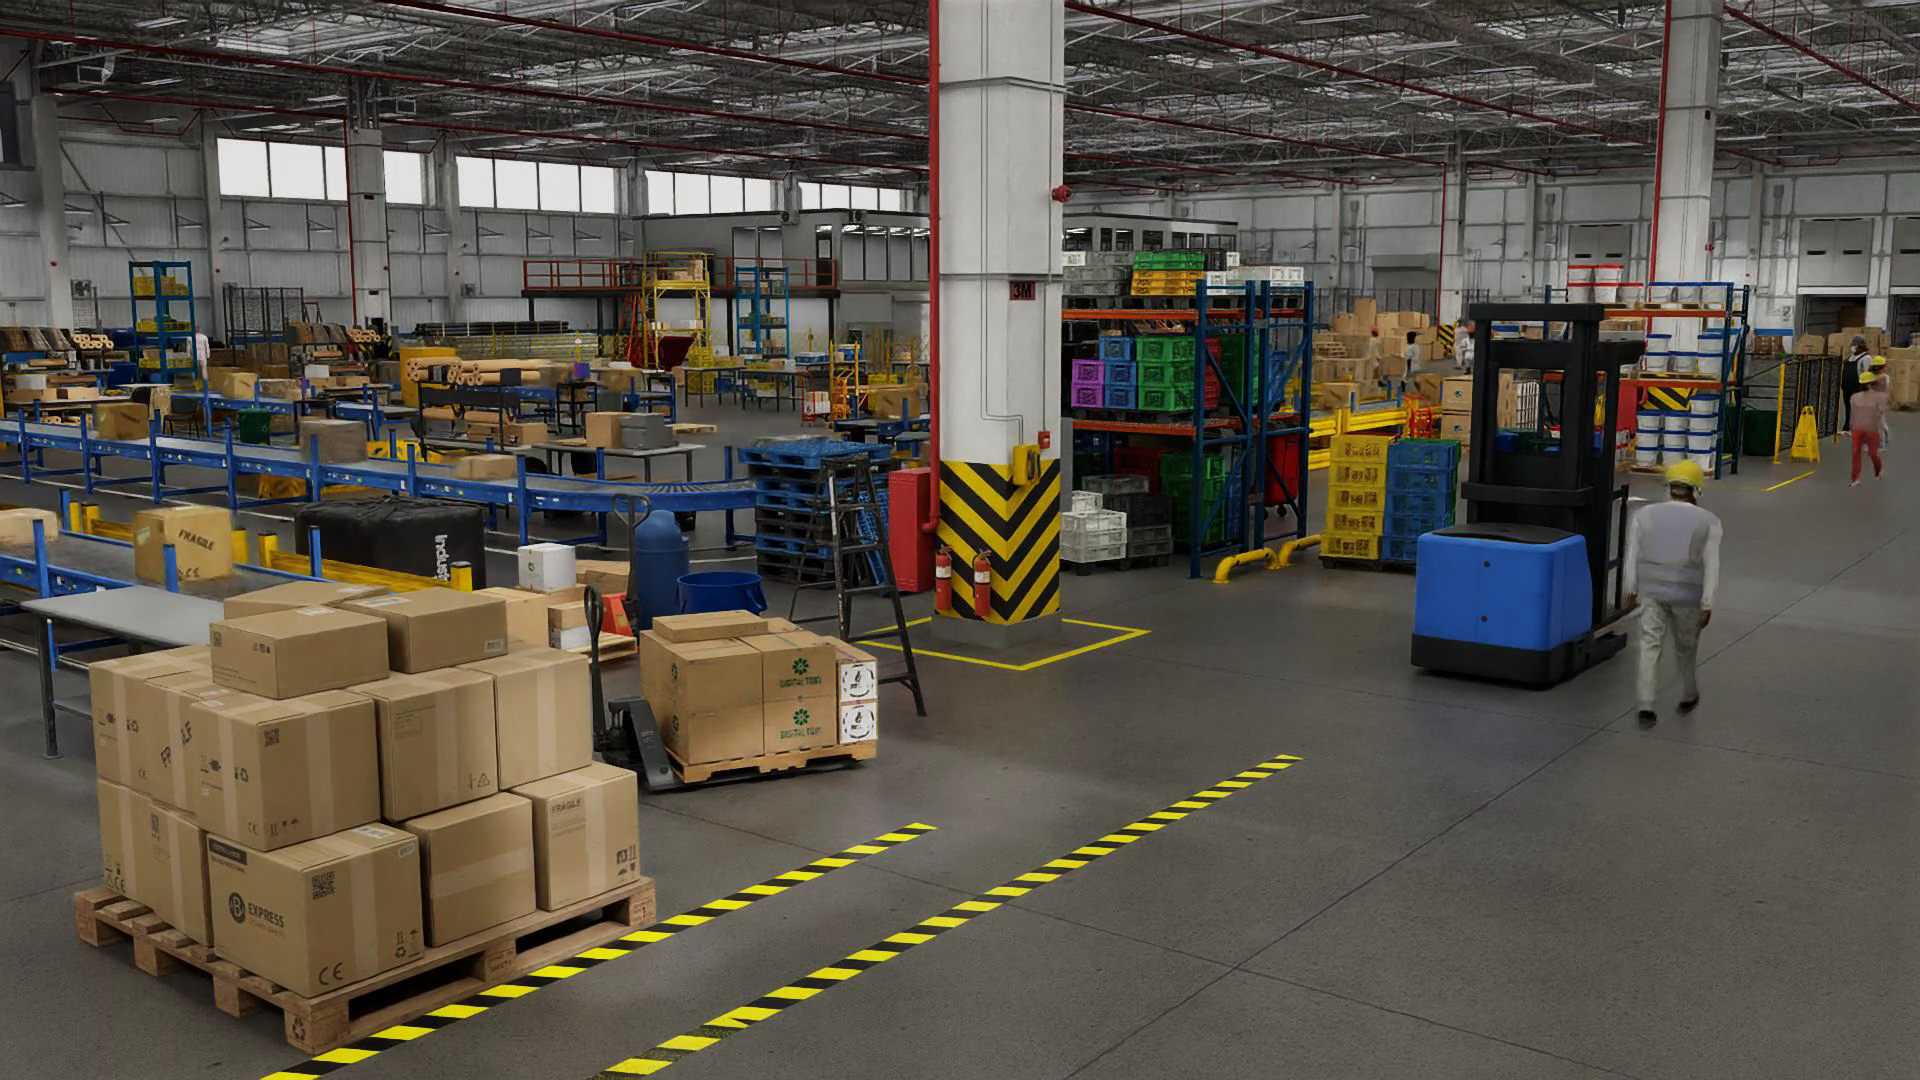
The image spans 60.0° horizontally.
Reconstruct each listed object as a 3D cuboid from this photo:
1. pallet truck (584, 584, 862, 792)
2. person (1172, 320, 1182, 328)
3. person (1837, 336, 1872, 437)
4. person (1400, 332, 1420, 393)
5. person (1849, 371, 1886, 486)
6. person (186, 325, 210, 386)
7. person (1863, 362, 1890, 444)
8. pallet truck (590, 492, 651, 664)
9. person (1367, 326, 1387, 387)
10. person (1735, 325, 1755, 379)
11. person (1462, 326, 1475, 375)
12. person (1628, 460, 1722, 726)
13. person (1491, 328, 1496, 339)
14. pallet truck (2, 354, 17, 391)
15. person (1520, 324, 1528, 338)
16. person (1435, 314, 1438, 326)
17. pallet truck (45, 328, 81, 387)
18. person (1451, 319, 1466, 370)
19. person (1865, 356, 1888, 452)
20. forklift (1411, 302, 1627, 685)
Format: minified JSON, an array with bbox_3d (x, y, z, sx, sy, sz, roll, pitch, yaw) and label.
[{"bbox_3d":[-1.426,0.805,10.019,1.601,1.201,0.680,-4,9,-26],"label":"pallet truck"},{"bbox_3d":[8.961,-8.160,68.251,0.342,1.882,0.579,-7,11,-41],"label":"person"},{"bbox_3d":[18.055,-3.098,33.601,0.537,2.000,0.682,-1,8,-5],"label":"person"},{"bbox_3d":[11.499,-4.378,42.645,0.998,1.910,0.633,8,12,44],"label":"person"},{"bbox_3d":[13.668,-1.682,25.034,0.629,1.743,0.527,-8,12,-43],"label":"person"},{"bbox_3d":[-23.517,-5.664,51.346,0.651,1.907,0.409,-4,9,-26],"label":"person"},{"bbox_3d":[17.521,-2.615,31.750,0.495,1.610,0.620,0,8,-3],"label":"person"},{"bbox_3d":[-3.115,0.344,12.883,0.653,1.274,1.630,7,11,37],"label":"pallet truck"},{"bbox_3d":[12.768,-5.689,51.572,0.955,1.897,0.541,3,9,19],"label":"person"},{"bbox_3d":[26.581,-6.370,56.329,0.627,1.844,0.429,1,8,6],"label":"person"},{"bbox_3d":[15.513,-5.538,50.448,0.559,1.918,0.499,4,9,24],"label":"person"},{"bbox_3d":[4.810,0.349,11.238,0.598,1.789,0.926,6,10,34],"label":"person"},{"bbox_3d":[13.788,-4.546,43.512,0.390,1.992,0.624,1,9,10],"label":"person"},{"bbox_3d":[-24.881,-4.417,42.634,1.885,1.965,0.823,8,11,41],"label":"pallet truck"},{"bbox_3d":[19.854,-6.645,58.255,0.716,1.823,0.526,2,9,15],"label":"person"},{"bbox_3d":[23.429,-10.136,81.481,0.426,1.907,0.607,5,10,29],"label":"person"},{"bbox_3d":[-23.775,-4.544,43.495,1.885,1.965,0.823,6,10,35],"label":"pallet truck"},{"bbox_3d":[18.897,-7.410,63.049,0.443,1.923,0.664,-2,9,-16],"label":"person"},{"bbox_3d":[16.754,-2.479,30.397,0.346,1.762,0.528,2,9,16],"label":"person"},{"bbox_3d":[4.379,-0.438,12.852,1.129,2.768,1.873,7,11,37],"label":"forklift"}]
